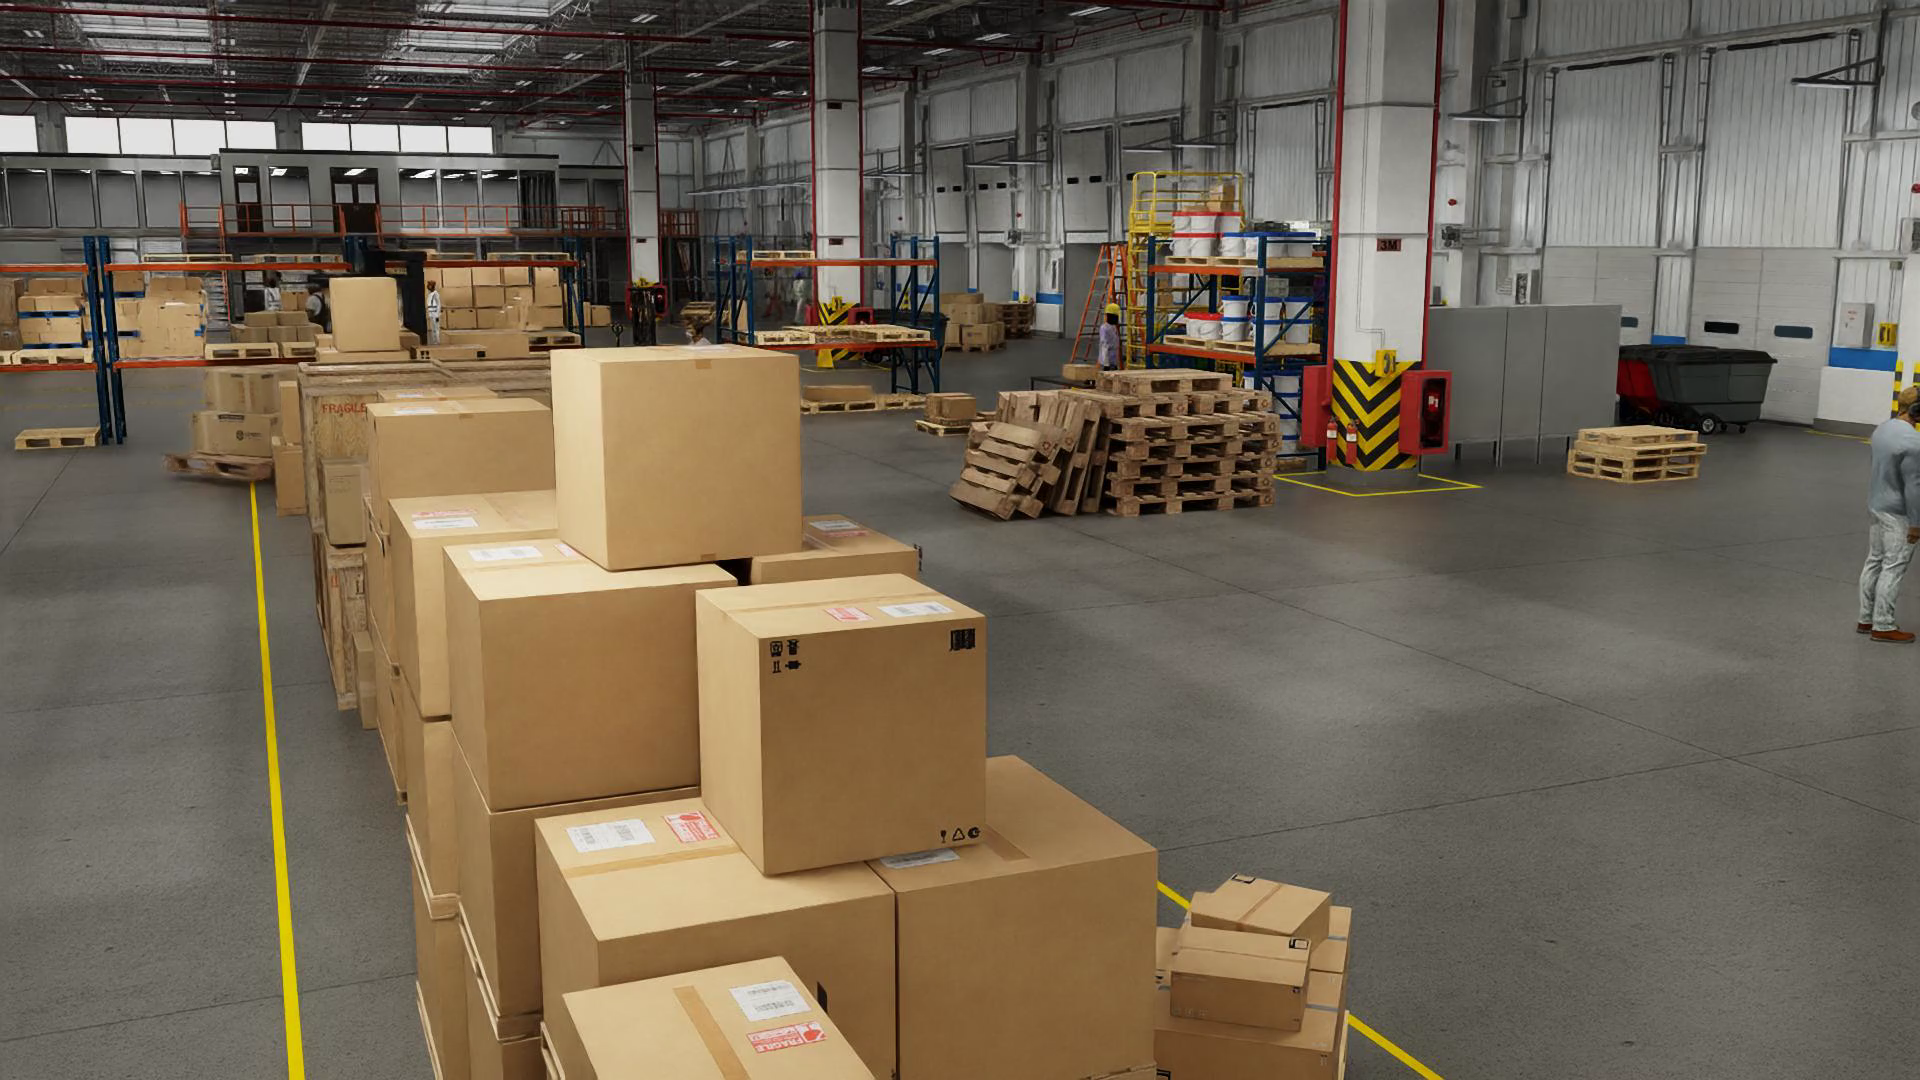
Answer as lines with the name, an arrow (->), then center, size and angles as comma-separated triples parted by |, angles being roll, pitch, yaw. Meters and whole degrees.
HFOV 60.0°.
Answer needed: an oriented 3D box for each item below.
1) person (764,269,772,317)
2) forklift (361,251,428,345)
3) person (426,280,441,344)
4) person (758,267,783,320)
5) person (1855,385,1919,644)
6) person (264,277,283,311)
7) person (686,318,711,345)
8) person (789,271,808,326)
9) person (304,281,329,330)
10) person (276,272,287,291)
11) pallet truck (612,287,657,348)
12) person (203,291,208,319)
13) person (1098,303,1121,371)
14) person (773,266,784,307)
person -> -7.369, -9.499, 63.879 | 0.358, 1.864, 0.591 | -4, 11, -22
forklift -> -7.665, -2.557, 22.776 | 1.129, 2.768, 1.873 | 6, 12, 29
person -> -14.079, -6.001, 44.509 | 0.339, 1.882, 0.584 | -8, 13, -37
person -> -7.004, -9.123, 61.560 | 1.036, 1.934, 0.636 | -4, 11, -19
person -> 6.962, -0.191, 12.373 | 0.372, 1.930, 0.636 | 0, 10, 2
person -> -20.377, -6.855, 49.270 | 0.681, 1.869, 0.600 | 3, 11, 15
person -> -3.502, -2.021, 22.419 | 0.362, 1.938, 0.631 | -6, 12, -30
person -> -5.526, -8.282, 57.051 | 0.635, 1.893, 1.026 | 9, 13, 40
person -> -15.476, -5.249, 39.932 | 0.540, 2.000, 0.698 | 3, 11, 15
person -> -22.201, -7.811, 54.401 | 0.391, 1.915, 0.587 | 0, 10, 3
pallet truck -> -6.464, -4.406, 35.401 | 0.823, 1.965, 1.885 | 6, 12, 32
person -> -21.180, -6.312, 46.142 | 0.579, 1.904, 0.831 | -9, 14, -41
person -> 2.499, -2.981, 27.738 | 0.363, 1.930, 0.588 | 3, 11, 18
person -> -7.943, -10.978, 72.133 | 0.629, 1.820, 0.641 | -8, 13, -37
